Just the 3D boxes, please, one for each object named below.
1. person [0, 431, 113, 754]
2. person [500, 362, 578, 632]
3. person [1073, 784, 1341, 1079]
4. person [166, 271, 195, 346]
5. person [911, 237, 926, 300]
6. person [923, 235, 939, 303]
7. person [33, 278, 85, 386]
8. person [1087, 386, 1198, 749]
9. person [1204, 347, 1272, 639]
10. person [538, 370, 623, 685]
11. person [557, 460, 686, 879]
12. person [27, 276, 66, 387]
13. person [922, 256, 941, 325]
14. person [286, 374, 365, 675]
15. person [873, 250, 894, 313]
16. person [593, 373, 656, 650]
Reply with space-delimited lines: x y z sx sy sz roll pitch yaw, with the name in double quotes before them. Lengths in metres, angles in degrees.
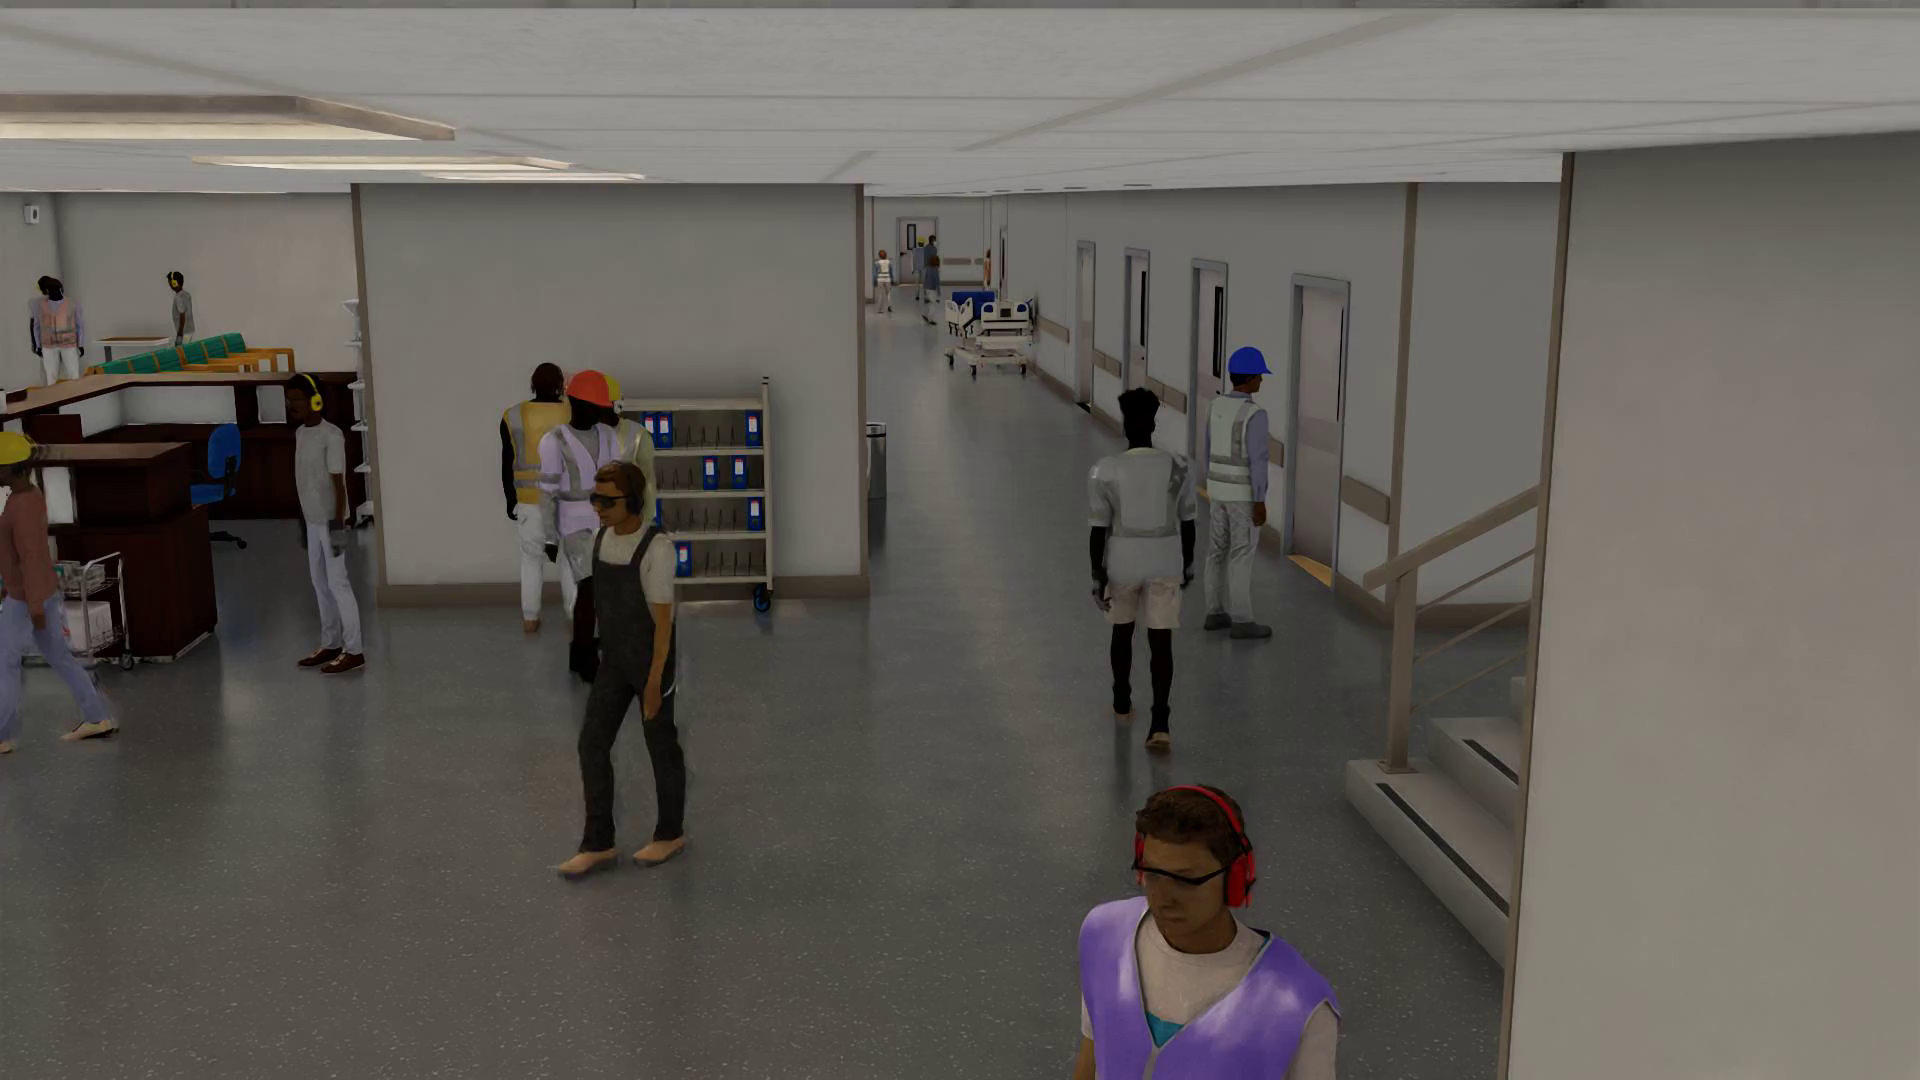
"person" -4.955 0.274 8.799 0.753 1.733 0.553 -4 12 -20
"person" -2.772 -0.284 11.273 0.629 1.837 0.429 -2 12 -8
"person" 0.454 1.348 3.257 0.573 1.843 0.376 10 15 41
"person" -11.550 -3.050 24.706 0.328 1.865 0.521 -2 12 -11
"person" -1.124 -7.920 48.583 0.600 1.827 0.404 2 12 12
"person" -0.825 -7.702 47.279 0.386 1.931 0.632 5 13 24
"person" -12.443 -2.689 22.992 0.621 1.845 0.429 -4 12 -19
"person" 0.984 0.134 8.983 0.600 1.931 0.975 1 12 4
"person" 1.865 -0.318 11.140 0.406 1.947 0.606 -5 13 -25
"person" -2.197 -0.069 10.052 0.708 1.902 0.538 7 14 32
"person" -1.458 0.572 7.097 0.530 1.817 0.756 8 14 34
"person" -12.818 -2.785 23.441 0.520 1.858 0.333 -3 12 -16
"person" -0.644 -5.842 38.957 0.361 1.611 0.562 -6 13 -29
"person" -3.953 -0.101 10.304 0.512 1.862 0.324 10 15 41
"person" -1.974 -6.677 42.994 0.557 1.630 0.346 -4 12 -17
"person" -2.243 -0.153 10.622 0.600 1.829 0.404 2 12 8
